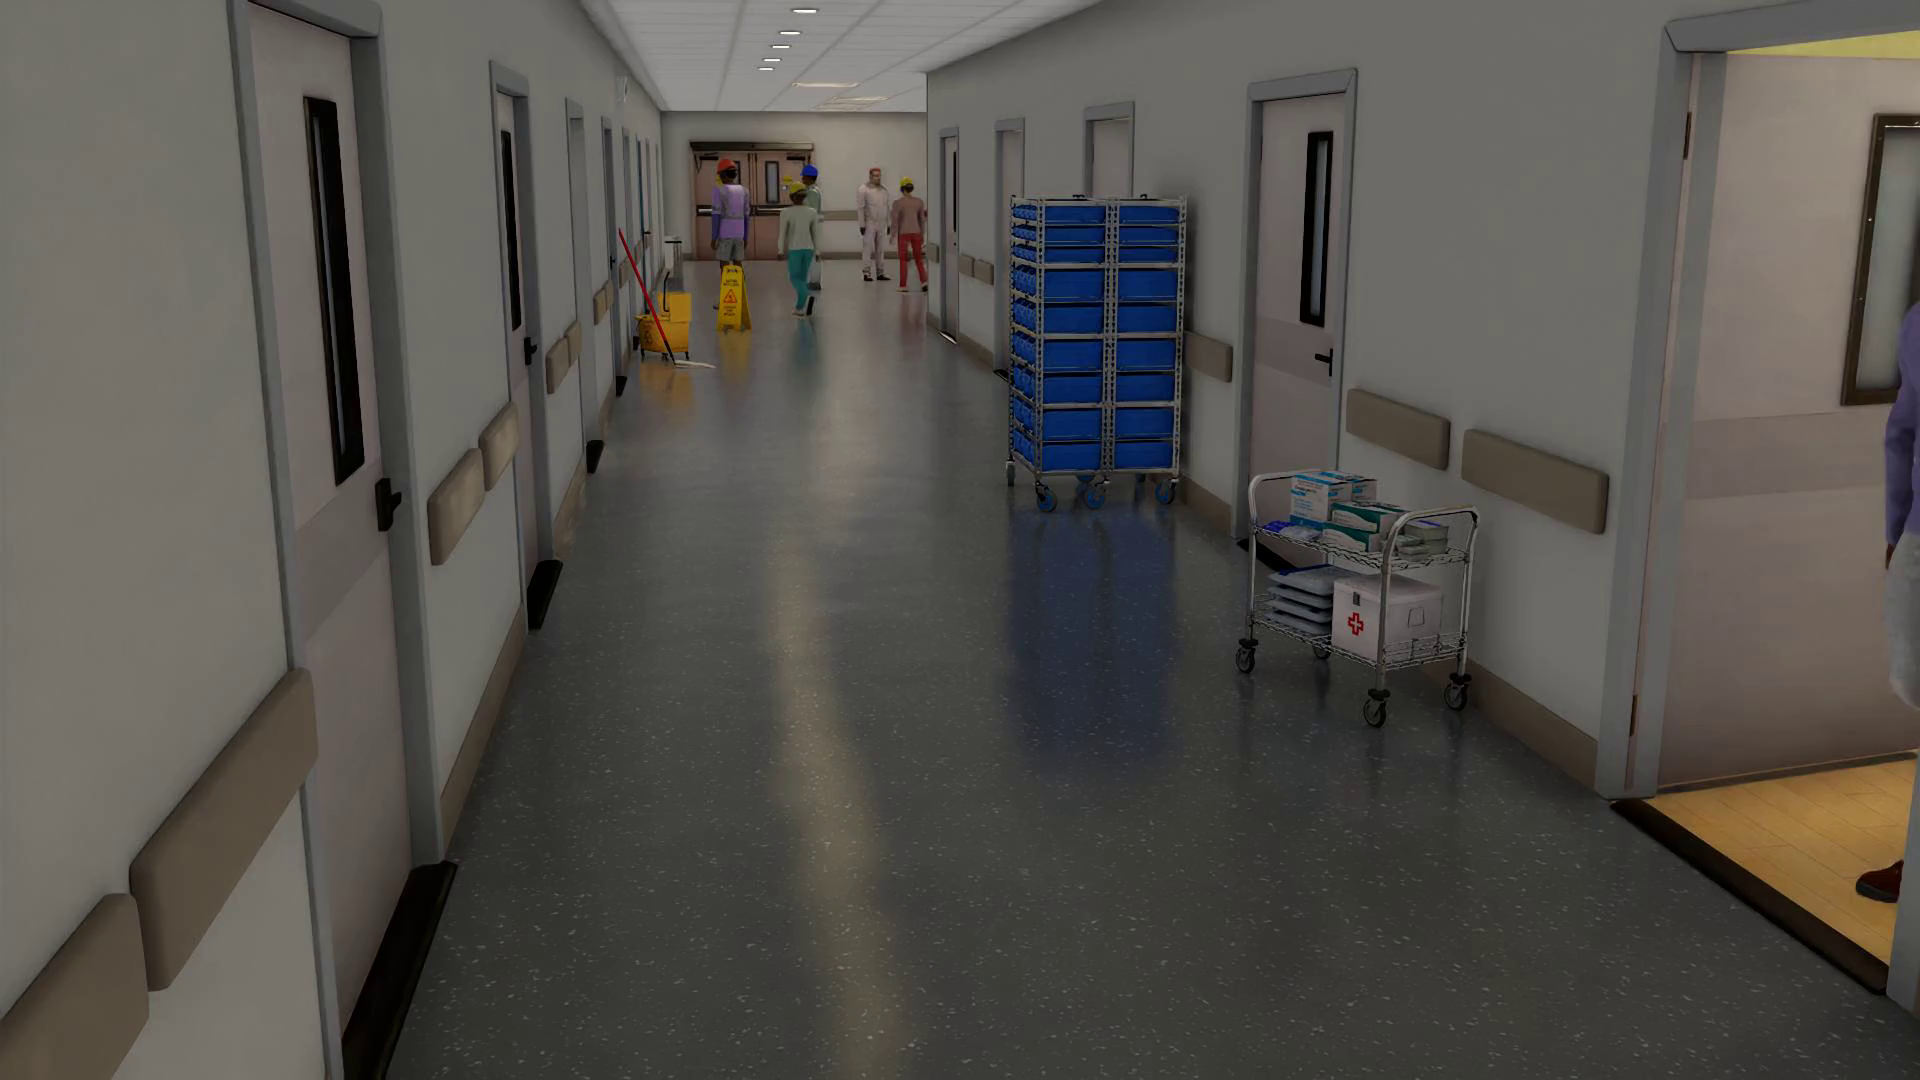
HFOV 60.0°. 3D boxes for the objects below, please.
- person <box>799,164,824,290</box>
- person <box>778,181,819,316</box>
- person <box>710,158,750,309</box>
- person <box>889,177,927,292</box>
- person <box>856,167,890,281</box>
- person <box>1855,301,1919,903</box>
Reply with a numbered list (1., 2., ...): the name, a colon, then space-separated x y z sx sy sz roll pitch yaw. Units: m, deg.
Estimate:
1. person: -2.327 -4.910 26.156 0.380 1.951 0.605 -1 13 -5
2. person: -2.030 -3.734 21.406 0.540 1.735 0.746 -8 15 -31
3. person: -3.136 -4.149 22.612 0.408 2.031 0.611 12 17 43
4. person: -0.795 -4.712 25.700 0.616 1.767 0.479 -5 14 -21
5. person: -1.434 -5.351 28.232 0.653 1.909 0.405 -10 16 -37
6. person: 2.762 0.007 4.416 0.693 1.912 0.651 -4 13 -17
